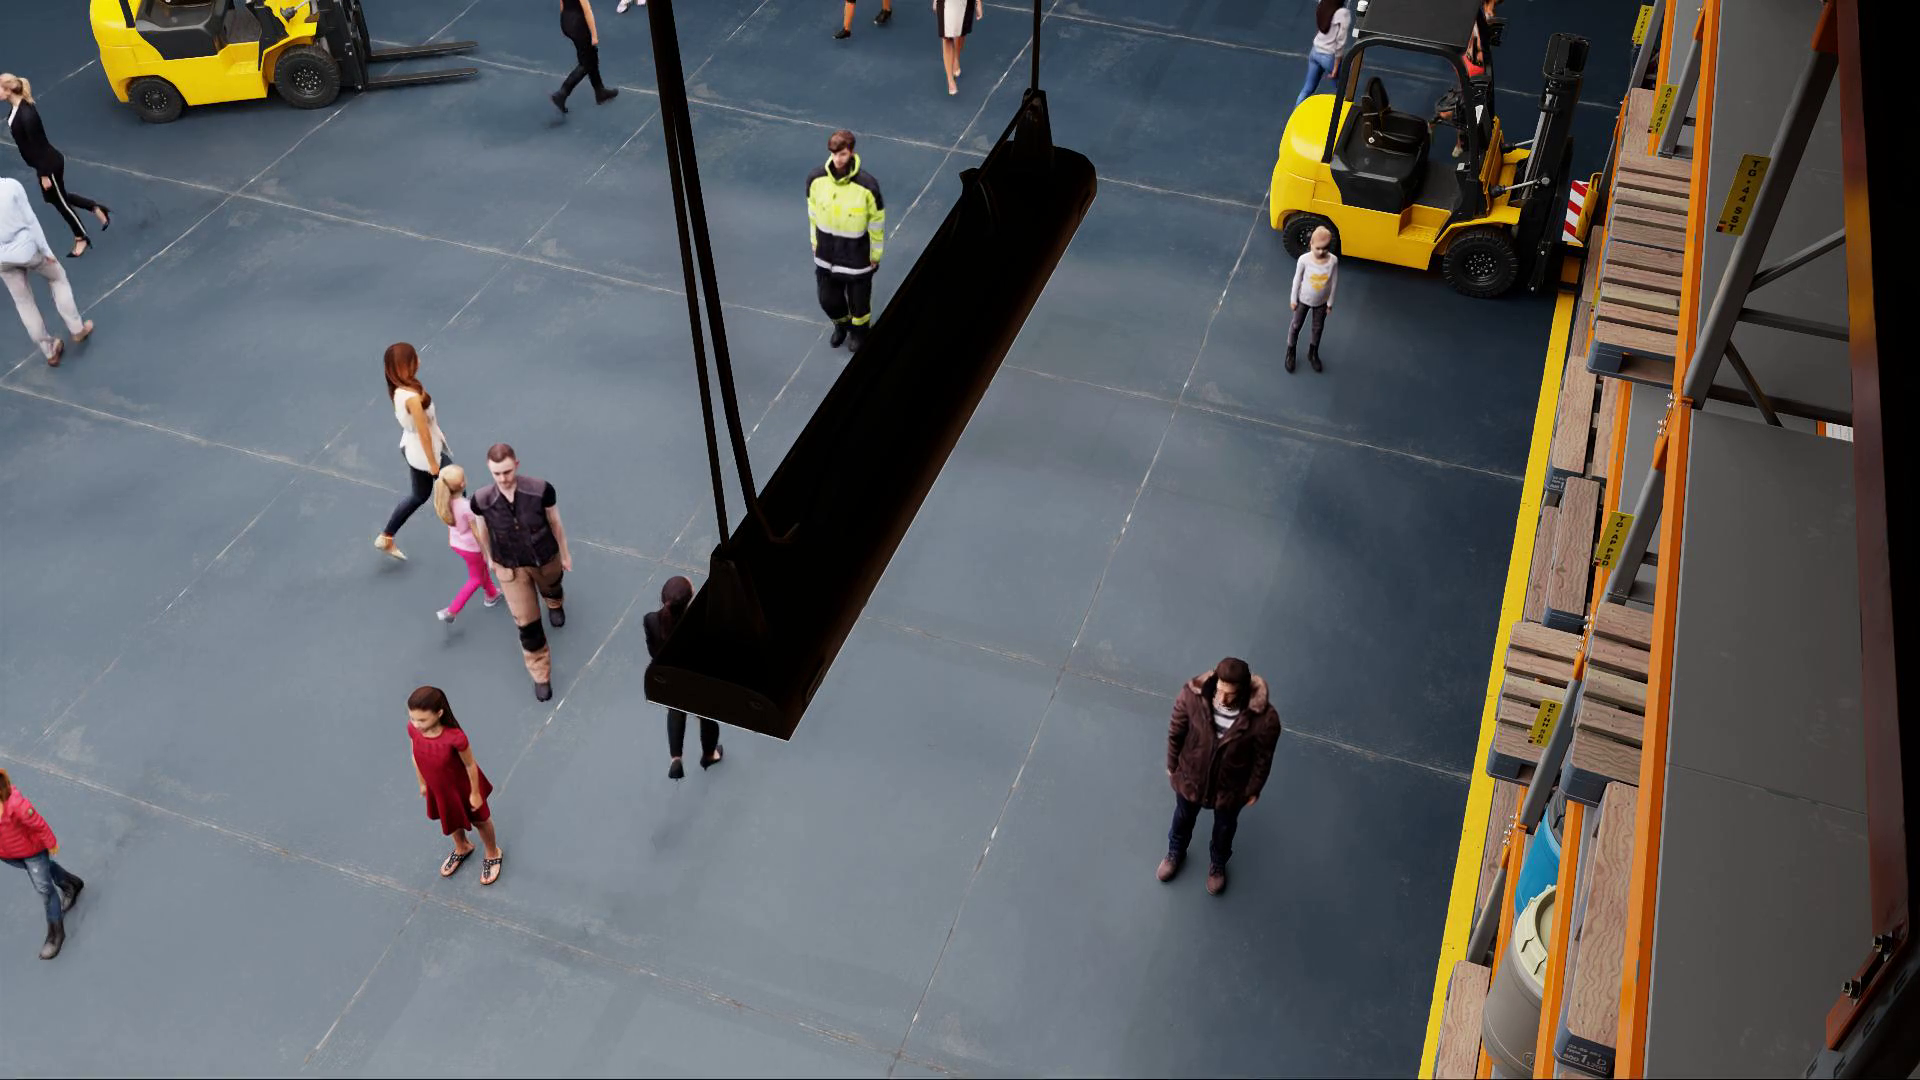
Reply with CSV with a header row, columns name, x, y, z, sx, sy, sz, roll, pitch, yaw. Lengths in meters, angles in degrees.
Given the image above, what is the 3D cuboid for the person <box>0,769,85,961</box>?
name,x,y,z,sx,sy,sz,roll,pitch,yaw
person,-5.212,1.672,9.296,0.651,1.293,0.862,3,44,3

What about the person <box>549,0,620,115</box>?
name,x,y,z,sx,sy,sz,roll,pitch,yaw
person,-3.699,-4.843,15.863,0.866,1.667,1.101,34,53,30

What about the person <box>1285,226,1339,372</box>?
name,x,y,z,sx,sy,sz,roll,pitch,yaw
person,2.772,-1.908,13.065,0.547,1.277,0.566,0,44,0

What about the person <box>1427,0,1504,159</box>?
name,x,y,z,sx,sy,sz,roll,pitch,yaw
person,4.618,-4.275,15.189,0.817,1.776,0.877,0,44,0

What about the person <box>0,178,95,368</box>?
name,x,y,z,sx,sy,sz,roll,pitch,yaw
person,-7.320,-2.158,12.893,0.856,1.877,0.917,-11,45,-12

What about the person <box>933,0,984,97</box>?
name,x,y,z,sx,sy,sz,roll,pitch,yaw
person,-0.045,-5.300,16.308,0.932,1.715,1.151,-5,44,-5

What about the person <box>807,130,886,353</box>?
name,x,y,z,sx,sy,sz,roll,pitch,yaw
person,-0.862,-2.382,13.062,0.819,1.968,0.742,9,44,9

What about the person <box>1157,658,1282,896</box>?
name,x,y,z,sx,sy,sz,roll,pitch,yaw
person,1.426,1.293,9.292,0.736,1.847,0.631,15,46,15

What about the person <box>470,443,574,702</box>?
name,x,y,z,sx,sy,sz,roll,pitch,yaw
person,-2.754,0.051,10.630,1.120,1.800,1.279,-10,45,-11

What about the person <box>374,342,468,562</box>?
name,x,y,z,sx,sy,sz,roll,pitch,yaw
person,-3.742,-0.561,11.308,1.169,1.750,1.019,-25,49,-24

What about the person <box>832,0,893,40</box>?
name,x,y,z,sx,sy,sz,roll,pitch,yaw
person,-0.929,-6.016,17.133,0.794,1.614,1.189,27,50,25

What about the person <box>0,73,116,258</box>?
name,x,y,z,sx,sy,sz,roll,pitch,yaw
person,-7.643,-3.192,14.111,0.890,1.694,0.823,-27,50,-25

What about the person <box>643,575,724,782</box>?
name,x,y,z,sx,sy,sz,roll,pitch,yaw
person,-1.646,0.890,9.859,0.643,1.649,0.722,10,45,11

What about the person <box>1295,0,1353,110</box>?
name,x,y,z,sx,sy,sz,roll,pitch,yaw
person,3.349,-4.470,15.523,1.087,1.597,0.967,-24,49,-23

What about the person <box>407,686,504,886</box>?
name,x,y,z,sx,sy,sz,roll,pitch,yaw
person,-2.883,1.363,9.432,0.561,1.553,0.622,10,44,10

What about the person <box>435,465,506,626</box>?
name,x,y,z,sx,sy,sz,roll,pitch,yaw
person,-3.300,0.064,11.012,0.697,1.254,0.897,29,51,27
